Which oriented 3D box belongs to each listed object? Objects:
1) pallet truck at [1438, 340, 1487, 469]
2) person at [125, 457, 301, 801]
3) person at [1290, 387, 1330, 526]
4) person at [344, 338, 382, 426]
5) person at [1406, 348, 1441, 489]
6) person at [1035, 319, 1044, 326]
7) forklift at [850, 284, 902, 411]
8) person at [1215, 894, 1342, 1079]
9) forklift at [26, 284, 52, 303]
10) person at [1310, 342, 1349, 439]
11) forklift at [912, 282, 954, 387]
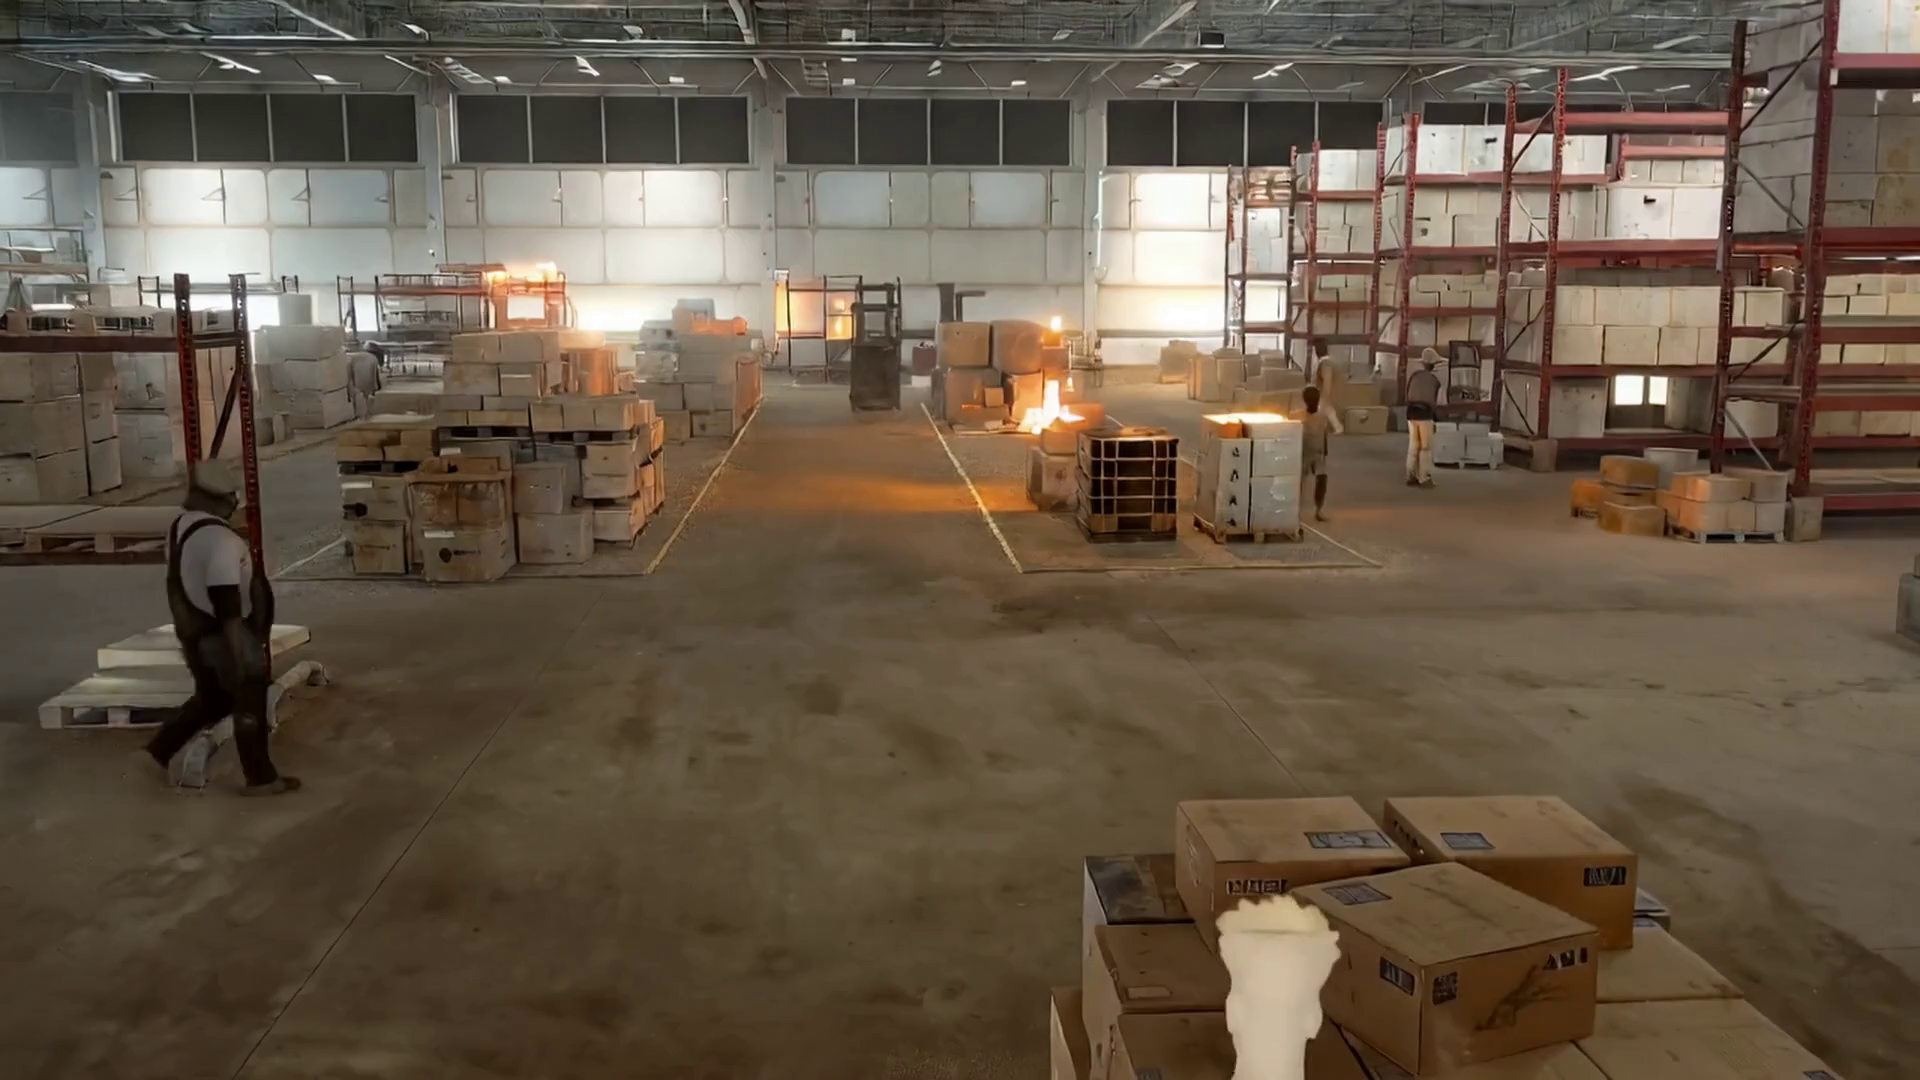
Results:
[{"bbox_3d":[8.004,-2.170,26.422,0.823,1.965,1.885,2,9,14],"label":"pallet truck"},{"bbox_3d":[-4.286,0.515,9.427,0.703,2.000,0.799,9,13,44],"label":"person"},{"bbox_3d":[4.217,-1.001,20.044,0.534,1.676,0.626,-2,9,-12],"label":"person"},{"bbox_3d":[-10.381,-2.546,28.961,0.627,1.941,0.371,-7,11,-36],"label":"person"},{"bbox_3d":[6.601,-1.726,23.654,0.392,1.990,0.612,-4,10,-22],"label":"person"},{"bbox_3d":[1.980,-4.576,41.767,0.577,1.916,0.516,5,11,31],"label":"person"},{"bbox_3d":[-1.910,-4.360,37.407,1.129,2.768,1.873,-1,9,-5],"label":"forklift"},{"bbox_3d":[0.553,1.592,3.043,0.621,1.928,0.756,2,9,11],"label":"person"},{"bbox_3d":[-19.949,-4.176,36.253,1.873,2.768,1.129,-6,11,-32],"label":"forklift"},{"bbox_3d":[6.747,-2.747,30.670,0.910,1.810,0.640,1,9,4],"label":"person"},{"bbox_3d":[-0.357,-5.565,44.975,1.873,2.768,1.129,-1,9,-4],"label":"forklift"}]
